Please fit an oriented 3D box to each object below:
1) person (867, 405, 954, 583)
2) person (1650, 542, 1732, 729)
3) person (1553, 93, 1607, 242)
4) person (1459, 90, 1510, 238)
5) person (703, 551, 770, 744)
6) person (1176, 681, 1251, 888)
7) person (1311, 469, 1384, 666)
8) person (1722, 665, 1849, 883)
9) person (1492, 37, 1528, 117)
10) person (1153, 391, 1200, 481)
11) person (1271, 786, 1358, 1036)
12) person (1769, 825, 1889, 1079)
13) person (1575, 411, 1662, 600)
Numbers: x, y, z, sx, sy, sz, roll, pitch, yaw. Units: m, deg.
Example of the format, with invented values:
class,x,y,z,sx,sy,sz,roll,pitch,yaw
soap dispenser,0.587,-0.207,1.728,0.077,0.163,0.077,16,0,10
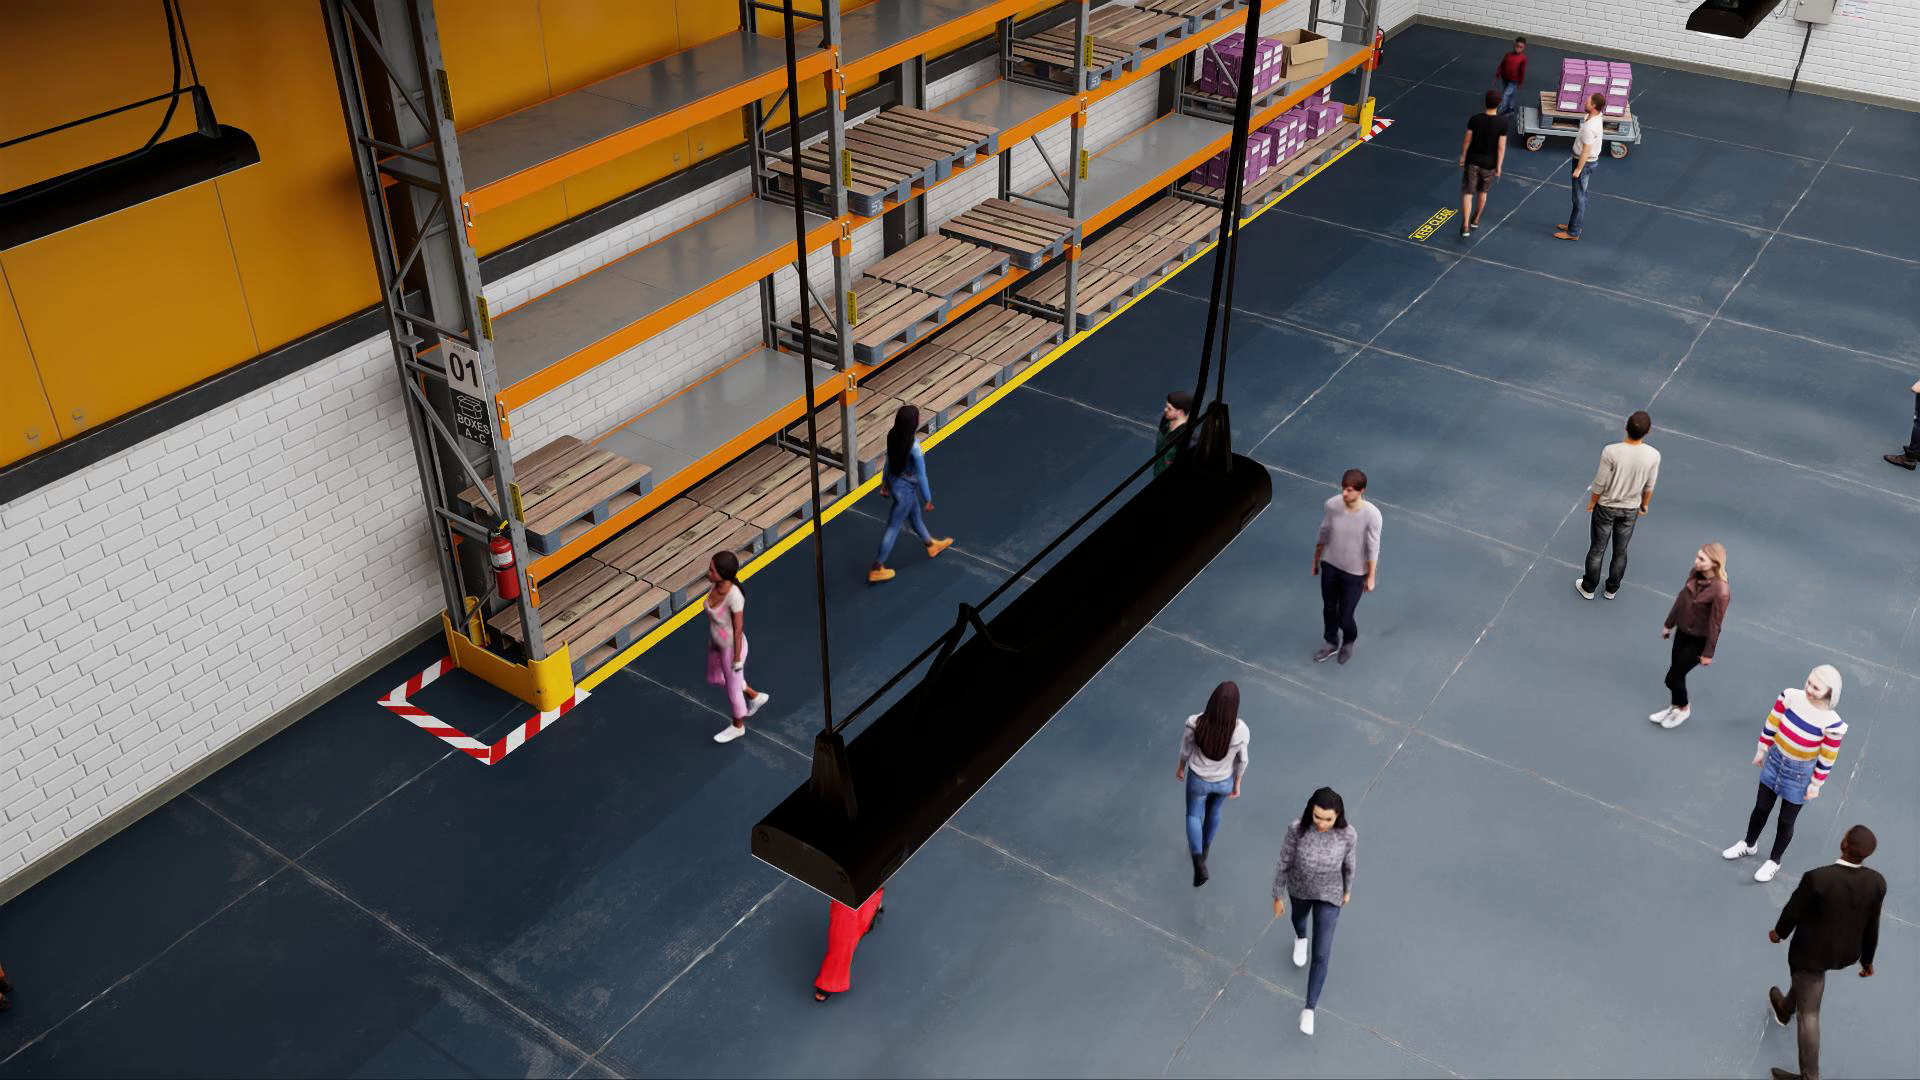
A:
class,x,y,z,sx,sy,sz,roll,pitch,yaw
person,-0.572,-0.369,14.412,1.219,1.667,0.920,-20,38,-27
person,5.676,0.745,12.716,0.772,1.691,0.708,-5,34,-8
person,7.785,-4.658,20.695,0.742,1.856,0.543,17,37,23
person,6.456,-4.656,20.706,0.907,1.841,1.175,10,35,14
person,-1.677,0.784,12.617,0.841,1.735,0.748,-18,38,-25
person,1.714,1.698,11.355,0.874,1.610,1.002,2,34,4
person,3.160,0.198,13.415,0.730,1.828,0.691,28,43,35
person,5.684,1.572,11.365,0.660,1.808,0.716,-19,38,-26
person,8.139,-6.784,24.469,0.919,1.218,0.689,-22,39,-29
person,1.847,-0.453,14.331,0.785,1.899,0.769,-11,35,-16
person,2.253,2.173,10.576,0.890,1.680,1.242,9,35,13
person,5.193,2.547,9.961,1.121,1.739,1.194,-7,34,-10
person,5.610,-0.288,14.160,0.728,1.812,0.718,4,34,6
